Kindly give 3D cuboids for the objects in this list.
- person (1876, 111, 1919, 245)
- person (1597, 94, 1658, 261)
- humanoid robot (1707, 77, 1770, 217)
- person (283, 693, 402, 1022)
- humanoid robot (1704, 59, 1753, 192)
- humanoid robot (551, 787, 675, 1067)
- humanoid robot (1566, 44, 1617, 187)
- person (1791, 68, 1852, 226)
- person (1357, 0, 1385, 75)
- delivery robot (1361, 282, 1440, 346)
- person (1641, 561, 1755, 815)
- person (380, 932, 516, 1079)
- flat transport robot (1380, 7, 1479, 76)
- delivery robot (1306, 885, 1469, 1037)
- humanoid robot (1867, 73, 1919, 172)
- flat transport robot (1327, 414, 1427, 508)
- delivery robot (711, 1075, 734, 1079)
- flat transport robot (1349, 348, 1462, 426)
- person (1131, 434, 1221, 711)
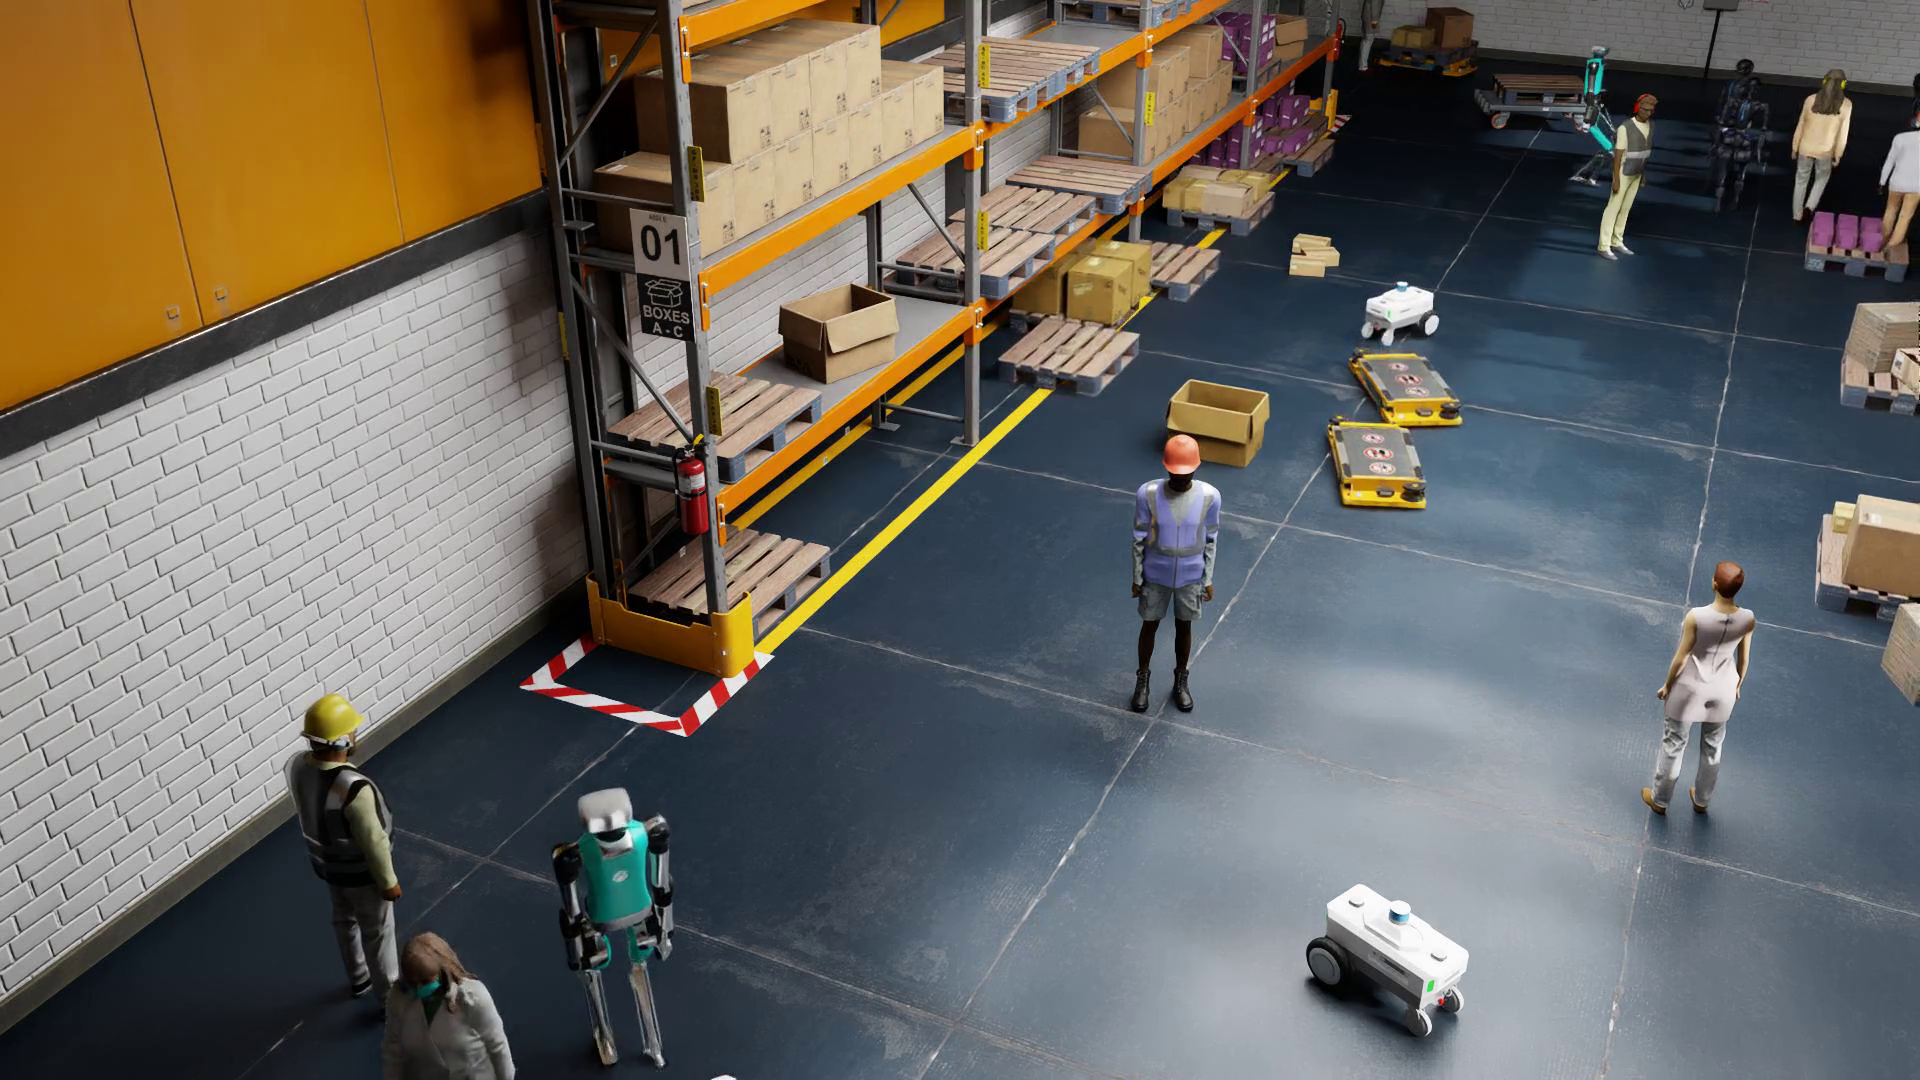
[{"bbox_3d":[10.653,-4.019,18.642,0.595,1.715,0.818,17,33,28],"label":"person"},{"bbox_3d":[7.477,-4.080,18.641,0.564,1.837,0.389,-19,34,-31],"label":"person"},{"bbox_3d":[9.403,-4.773,20.119,0.615,1.634,0.667,17,33,29],"label":"humanoid robot"},{"bbox_3d":[-2.979,1.565,8.192,0.592,1.824,0.403,19,34,31],"label":"person"},{"bbox_3d":[9.680,-5.207,20.899,0.326,1.651,0.601,-11,30,-19],"label":"humanoid robot"},{"bbox_3d":[-1.670,1.784,7.869,0.530,1.759,0.796,-14,32,-25],"label":"humanoid robot"},{"bbox_3d":[8.179,-5.364,21.123,0.737,1.771,0.571,12,30,21],"label":"humanoid robot"},{"bbox_3d":[10.110,-4.612,19.602,0.578,1.859,0.449,17,33,28],"label":"person"},{"bbox_3d":[6.627,-8.412,26.697,0.368,1.824,0.512,3,28,5],"label":"person"},{"bbox_3d":[4.416,-2.300,16.678,0.754,0.581,0.499,-19,34,-31],"label":"delivery robot"},{"bbox_3d":[4.303,0.867,9.653,0.462,1.657,0.271,1,28,1],"label":"person"},{"bbox_3d":[-2.140,2.353,6.910,0.509,1.644,0.615,3,28,5],"label":"person"},{"bbox_3d":[7.681,-7.827,27.241,1.431,0.231,0.659,22,35,35],"label":"flat transport robot"},{"bbox_3d":[2.204,2.106,8.531,0.499,0.603,0.794,-21,35,-34],"label":"delivery robot"},{"bbox_3d":[12.364,-5.494,21.482,0.777,1.629,0.584,10,30,18],"label":"humanoid robot"},{"bbox_3d":[3.484,-0.666,13.963,0.659,0.231,1.431,3,28,5],"label":"flat transport robot"},{"bbox_3d":[-1.015,2.767,7.313,0.521,0.611,0.782,-12,31,-21],"label":"delivery robot"},{"bbox_3d":[4.097,-1.415,15.353,0.659,0.231,1.431,-1,28,-3],"label":"flat transport robot"},{"bbox_3d":[1.356,0.217,10.571,0.541,1.938,0.355,1,28,1],"label":"person"}]
